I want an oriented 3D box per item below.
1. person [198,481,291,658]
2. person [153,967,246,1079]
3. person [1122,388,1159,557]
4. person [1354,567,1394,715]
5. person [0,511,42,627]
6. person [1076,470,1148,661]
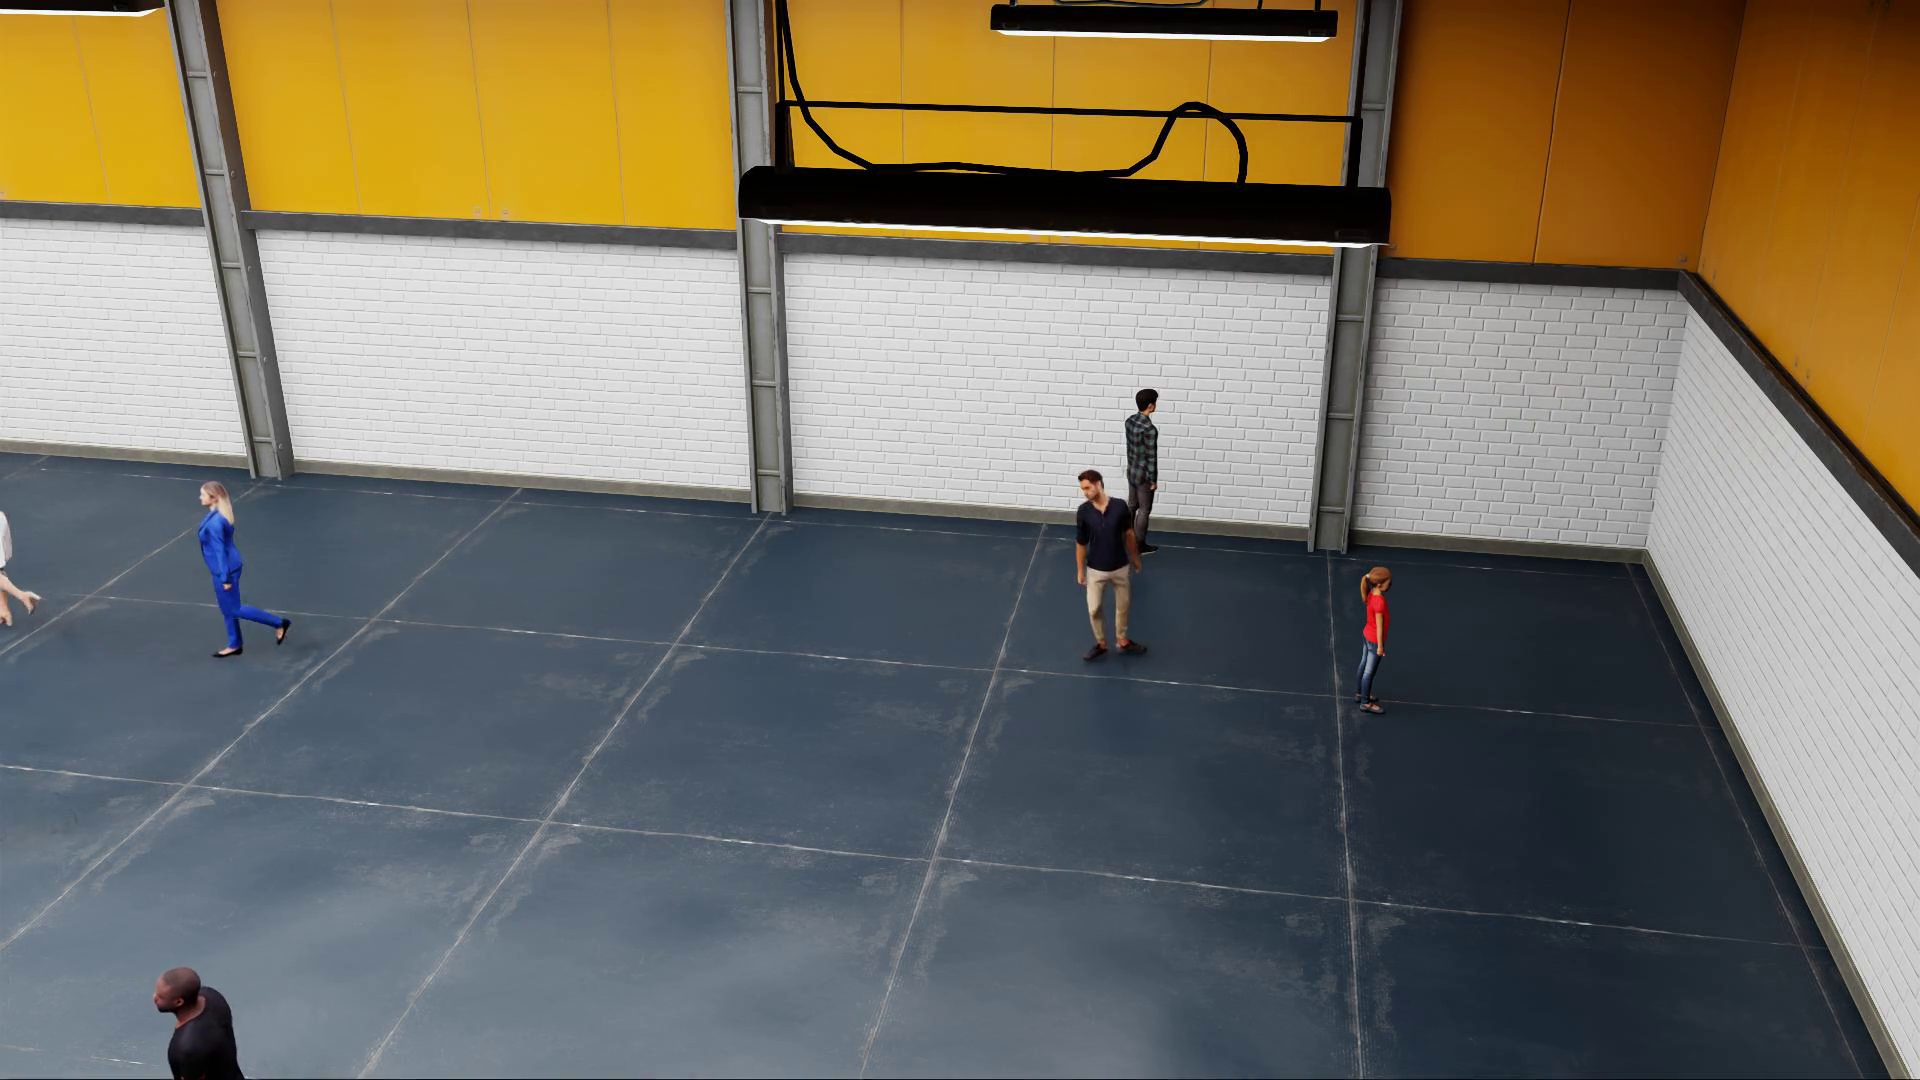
[{"bbox_3d":[-6.444,0.267,14.853,1.044,1.684,0.889,-7,25,-17],"label":"person"},{"bbox_3d":[-3.776,2.933,8.604,0.936,1.805,0.831,-4,24,-10],"label":"person"},{"bbox_3d":[1.805,-0.695,16.561,0.725,1.712,0.738,-10,26,-22],"label":"person"},{"bbox_3d":[3.489,0.824,14.045,0.531,1.310,0.513,1,24,1],"label":"person"},{"bbox_3d":[-8.885,0.006,15.353,0.901,1.763,0.664,6,24,14],"label":"person"},{"bbox_3d":[1.351,0.240,14.760,0.598,1.807,0.945,-5,24,-11],"label":"person"}]
